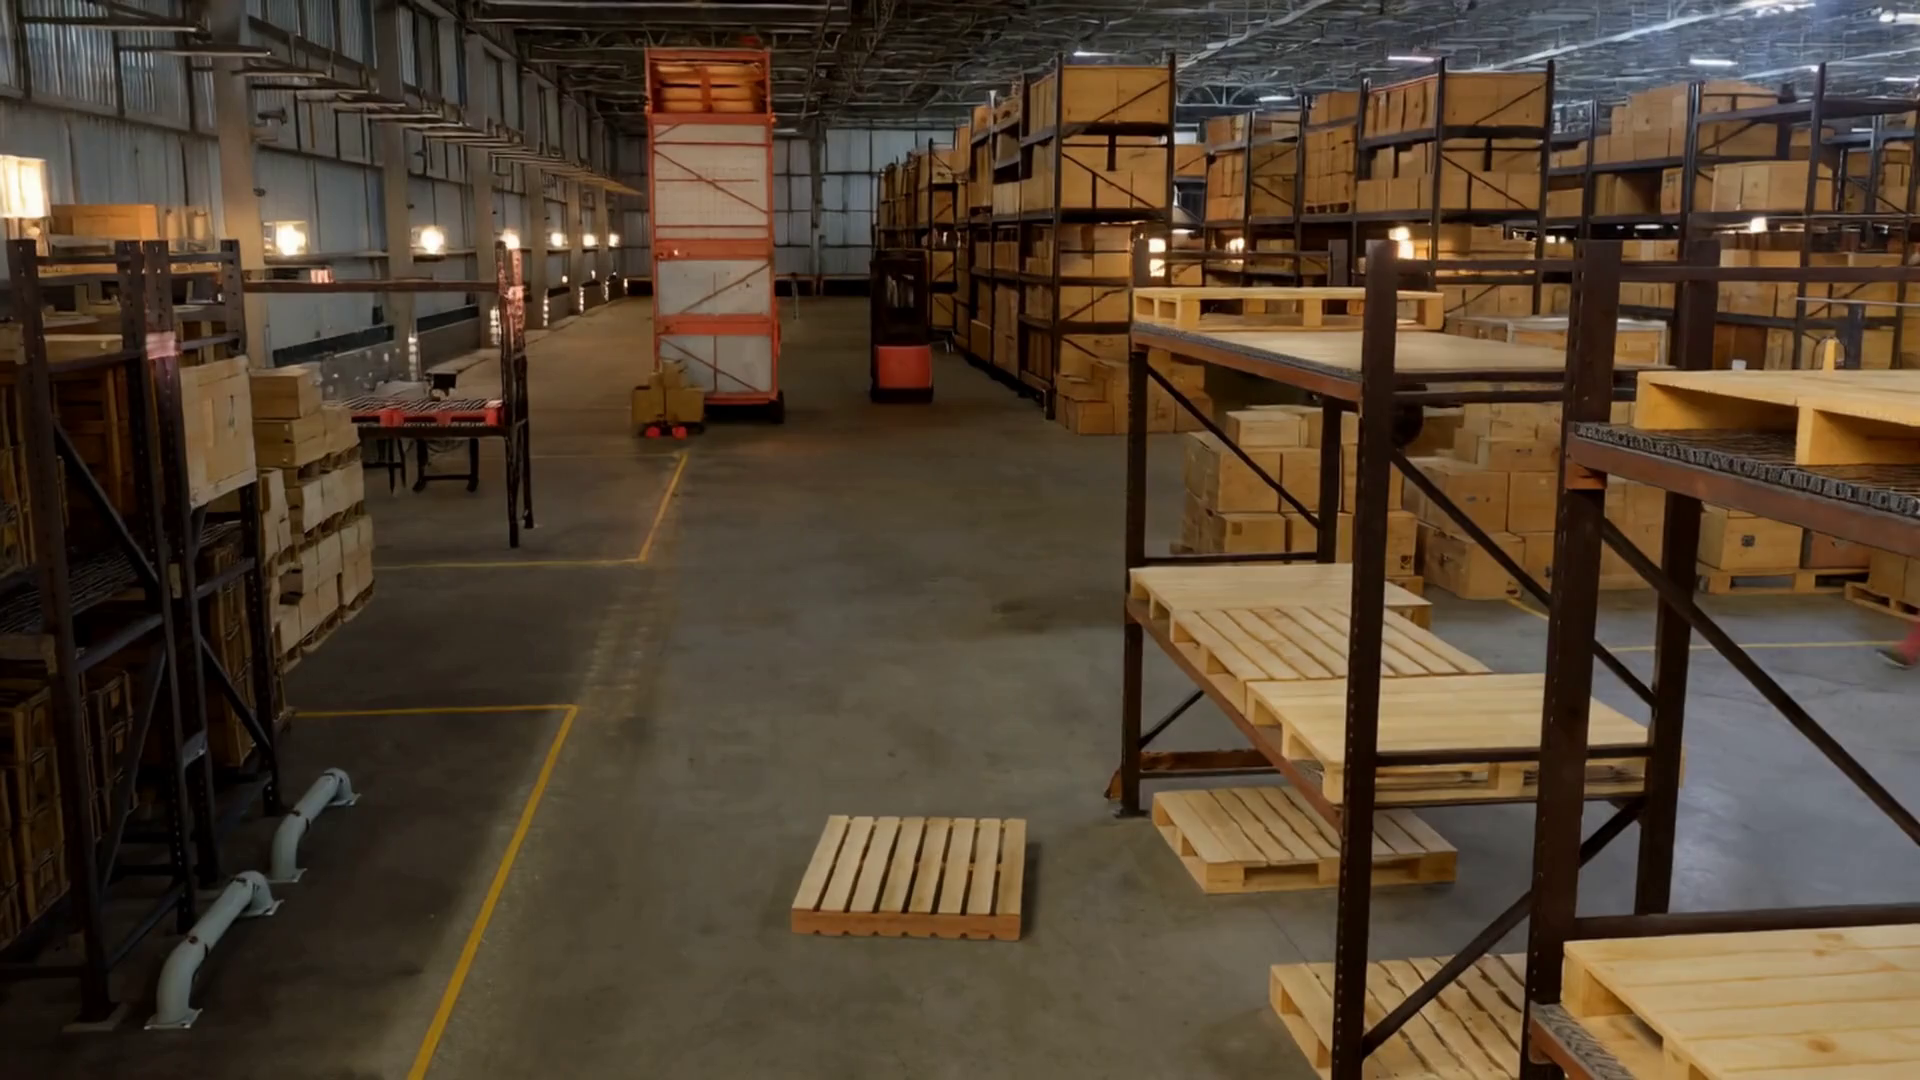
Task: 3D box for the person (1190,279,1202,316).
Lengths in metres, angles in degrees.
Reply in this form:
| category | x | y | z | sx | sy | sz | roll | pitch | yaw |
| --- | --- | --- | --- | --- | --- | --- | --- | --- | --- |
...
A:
| category | x | y | z | sx | sy | sz | roll | pitch | yaw |
| --- | --- | --- | --- | --- | --- | --- | --- | --- | --- |
| person | 7.034 | -6.952 | 50.277 | 0.991 | 1.855 | 0.654 | -1 | 10 | -7 |

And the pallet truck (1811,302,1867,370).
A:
| category | x | y | z | sx | sy | sz | roll | pitch | yaw |
| --- | --- | --- | --- | --- | --- | --- | --- | --- | --- |
| pallet truck | 15.846 | -3.142 | 28.793 | 1.885 | 1.965 | 0.823 | 2 | 10 | 12 |

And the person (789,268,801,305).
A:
| category | x | y | z | sx | sy | sz | roll | pitch | yaw |
| --- | --- | --- | --- | --- | --- | --- | --- | --- | --- |
| person | -7.705 | -11.838 | 77.752 | 0.606 | 1.714 | 0.550 | -9 | 13 | -40 |

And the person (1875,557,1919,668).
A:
| category | x | y | z | sx | sy | sz | roll | pitch | yaw |
| --- | --- | --- | --- | --- | --- | --- | --- | --- | --- |
| person | 6.899 | 0.125 | 11.782 | 0.774 | 1.607 | 0.513 | 3 | 11 | 18 |

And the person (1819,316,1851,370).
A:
| category | x | y | z | sx | sy | sz | roll | pitch | yaw |
| --- | --- | --- | --- | --- | --- | --- | --- | --- | --- |
| person | 13.033 | -2.385 | 24.846 | 0.587 | 1.911 | 0.397 | -10 | 14 | -43 |

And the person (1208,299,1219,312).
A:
| category | x | y | z | sx | sy | sz | roll | pitch | yaw |
| --- | --- | --- | --- | --- | --- | --- | --- | --- | --- |
| person | 7.072 | -6.070 | 45.943 | 0.843 | 1.660 | 0.529 | -2 | 10 | -11 |

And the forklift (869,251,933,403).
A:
| category | x | y | z | sx | sy | sz | roll | pitch | yaw |
| --- | --- | --- | --- | --- | --- | --- | --- | --- | --- |
| forklift | -1.119 | -4.047 | 31.356 | 1.129 | 2.768 | 1.873 | -1 | 10 | -6 |

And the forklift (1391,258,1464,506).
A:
| category | x | y | z | sx | sy | sz | roll | pitch | yaw |
| --- | --- | --- | --- | --- | --- | --- | --- | --- | --- |
| forklift | 4.990 | -1.797 | 18.891 | 1.873 | 2.768 | 1.129 | -1 | 10 | -6 |
